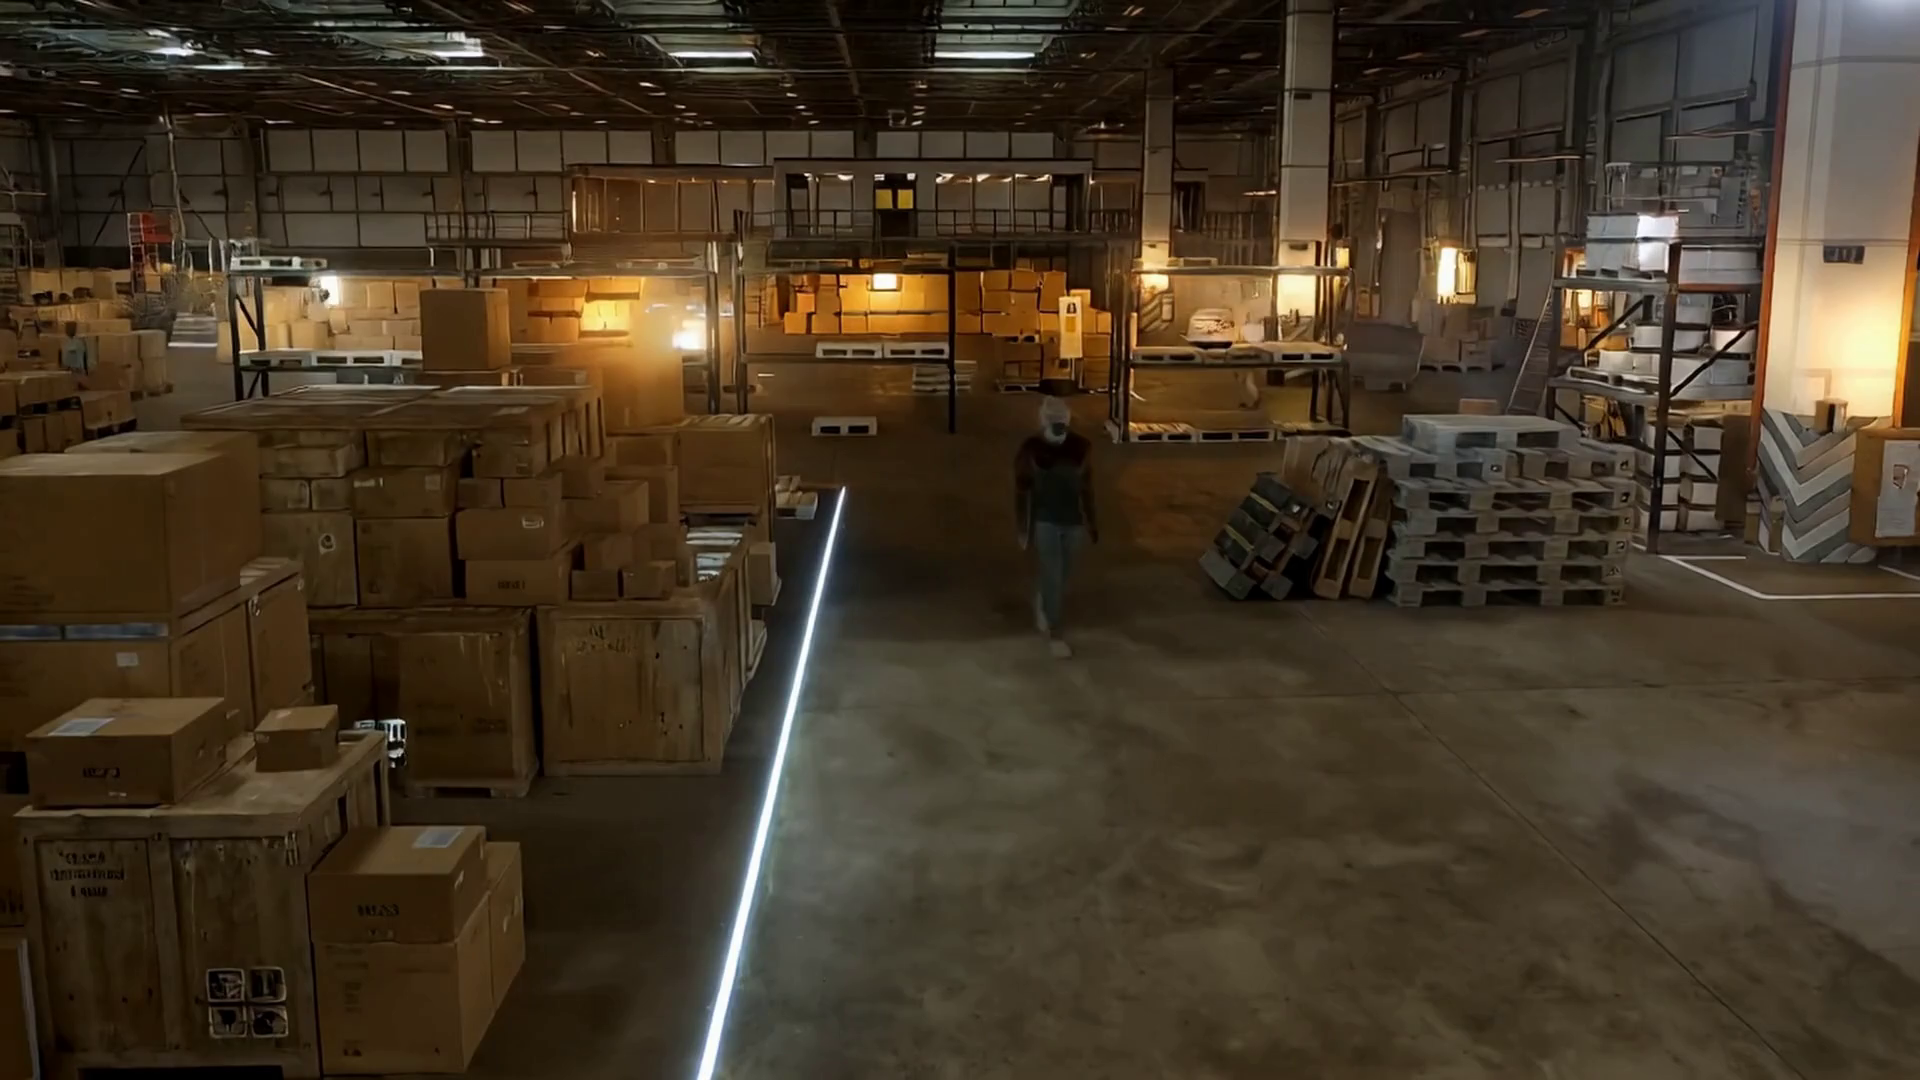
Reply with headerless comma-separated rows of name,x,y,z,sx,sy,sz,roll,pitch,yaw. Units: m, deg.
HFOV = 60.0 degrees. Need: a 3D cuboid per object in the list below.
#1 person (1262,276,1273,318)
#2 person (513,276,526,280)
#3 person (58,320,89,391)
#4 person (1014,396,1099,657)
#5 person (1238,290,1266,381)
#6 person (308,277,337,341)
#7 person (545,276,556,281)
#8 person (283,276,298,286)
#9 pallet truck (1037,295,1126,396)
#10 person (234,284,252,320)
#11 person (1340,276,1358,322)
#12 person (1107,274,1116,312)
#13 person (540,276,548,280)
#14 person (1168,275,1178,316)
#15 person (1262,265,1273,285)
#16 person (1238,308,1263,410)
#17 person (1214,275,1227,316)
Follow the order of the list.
person,12.032,-9.429,64.807,0.541,1.696,0.315,0,10,-2
person,-18.142,-10.199,68.569,0.572,1.878,1.005,-3,11,-14
person,-15.821,-3.132,29.813,0.519,1.660,0.843,4,11,19
person,0.690,-0.143,12.483,0.630,1.914,0.873,-3,11,-19
person,6.367,-4.444,36.220,0.637,1.983,0.466,5,11,24
person,-19.358,-7.009,50.363,0.680,2.000,1.050,1,10,3
person,-14.936,-8.810,60.435,0.723,2.028,0.612,9,14,41
person,-28.494,-10.594,70.772,0.585,1.882,0.344,0,10,-2
pallet truck,2.483,-3.881,33.060,1.885,1.965,0.823,-7,13,-36
person,-18.538,-5.678,43.276,0.641,1.922,0.464,4,11,20
person,12.486,-7.504,53.428,0.988,1.944,0.637,-4,11,-21
person,5.951,-9.691,66.070,0.525,1.771,0.305,-7,12,-33
person,-19.232,-11.736,77.182,0.609,1.876,1.057,-7,12,-34
person,8.400,-9.826,66.660,0.634,1.826,0.712,10,14,43
person,14.468,-11.885,77.805,0.628,1.931,0.458,2,10,11
person,5.290,-3.275,30.143,0.521,1.840,0.802,-5,11,-26
person,9.529,-8.865,61.121,1.003,1.884,0.568,-7,12,-33
